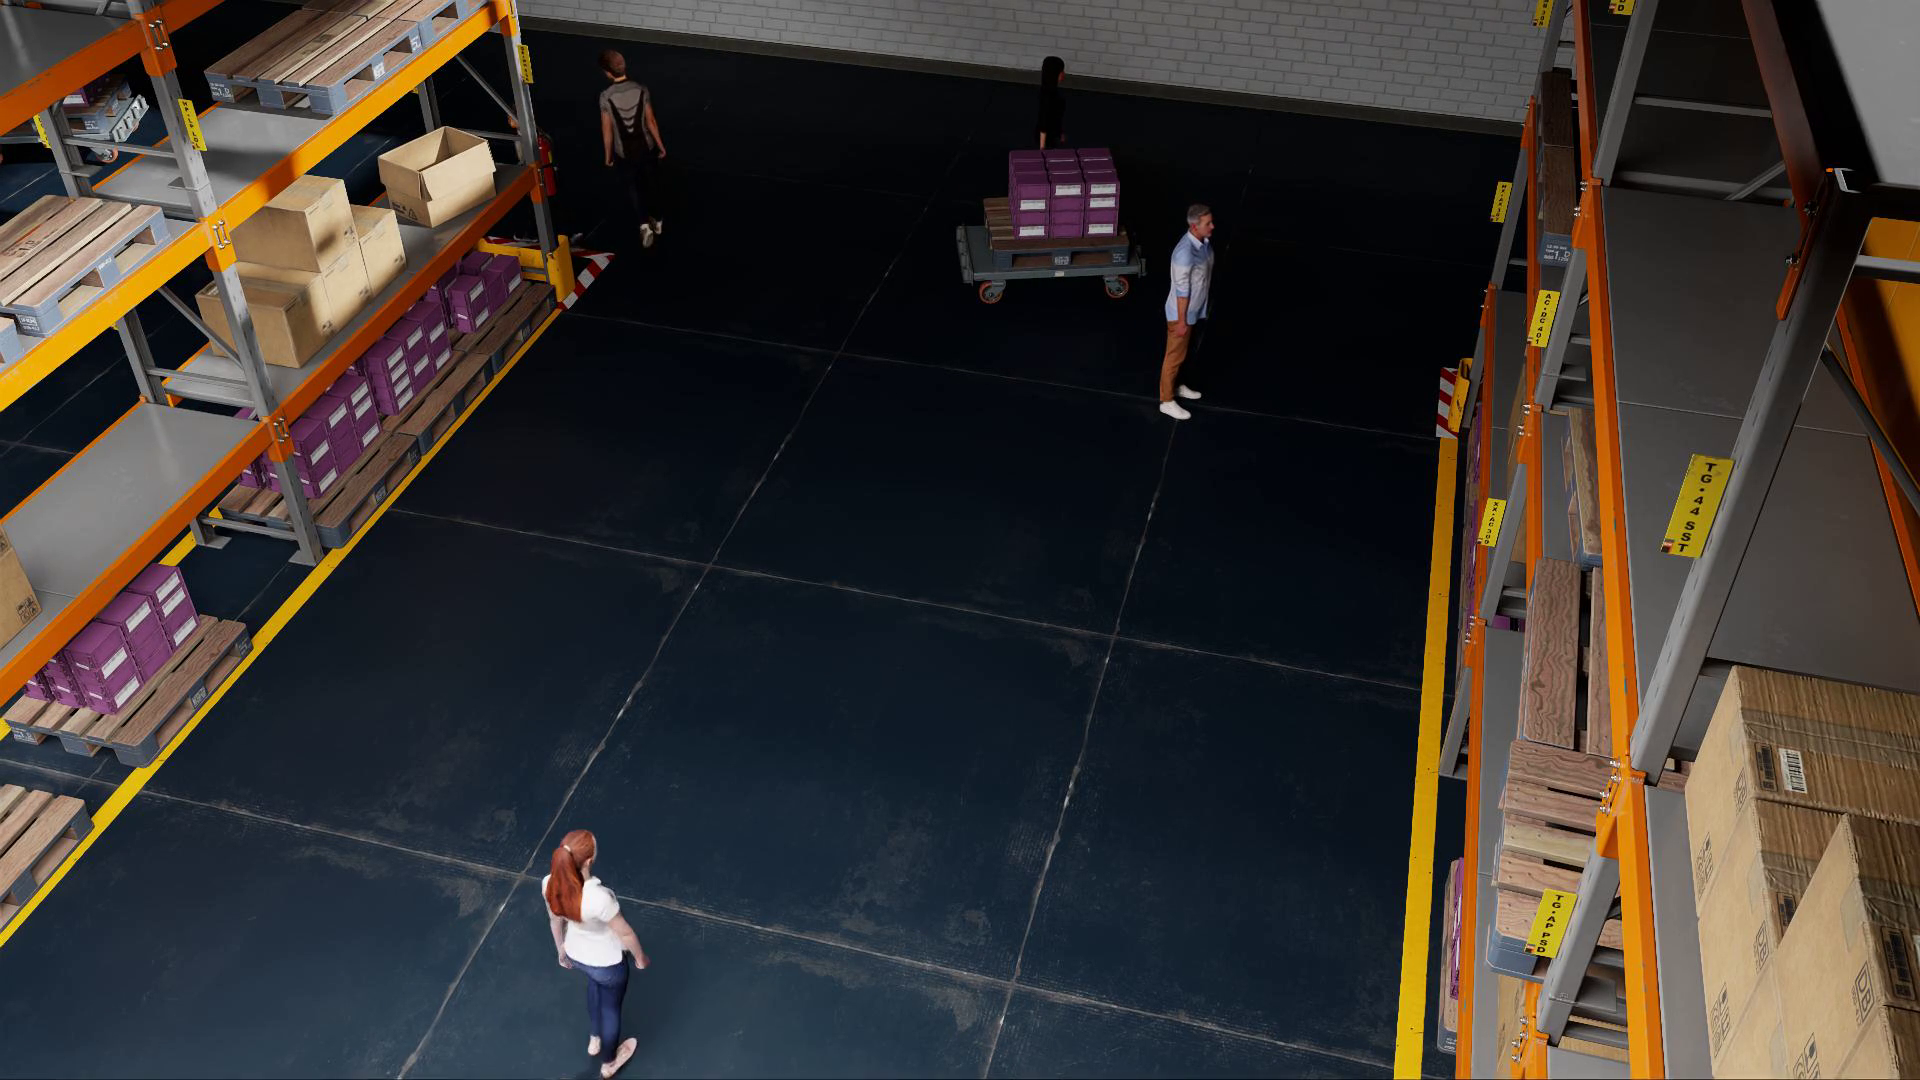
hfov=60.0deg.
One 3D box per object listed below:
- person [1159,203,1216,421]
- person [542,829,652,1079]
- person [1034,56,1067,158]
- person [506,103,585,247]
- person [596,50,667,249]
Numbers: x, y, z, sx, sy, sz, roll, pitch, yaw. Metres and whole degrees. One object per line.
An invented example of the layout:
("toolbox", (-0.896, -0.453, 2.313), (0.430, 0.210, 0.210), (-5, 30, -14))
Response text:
("person", (1.803, -1.854, 13.232), (0.776, 1.827, 0.565), (16, 41, 19))
("person", (-1.867, 2.142, 8.308), (0.626, 1.726, 0.633), (17, 42, 20))
("person", (0.753, -3.818, 15.869), (0.761, 1.604, 1.013), (4, 39, 5))
("person", (-3.877, -3.365, 15.437), (0.636, 1.435, 0.892), (10, 40, 13))
("person", (-2.997, -3.569, 15.352), (1.049, 1.860, 1.144), (-11, 40, -14))
